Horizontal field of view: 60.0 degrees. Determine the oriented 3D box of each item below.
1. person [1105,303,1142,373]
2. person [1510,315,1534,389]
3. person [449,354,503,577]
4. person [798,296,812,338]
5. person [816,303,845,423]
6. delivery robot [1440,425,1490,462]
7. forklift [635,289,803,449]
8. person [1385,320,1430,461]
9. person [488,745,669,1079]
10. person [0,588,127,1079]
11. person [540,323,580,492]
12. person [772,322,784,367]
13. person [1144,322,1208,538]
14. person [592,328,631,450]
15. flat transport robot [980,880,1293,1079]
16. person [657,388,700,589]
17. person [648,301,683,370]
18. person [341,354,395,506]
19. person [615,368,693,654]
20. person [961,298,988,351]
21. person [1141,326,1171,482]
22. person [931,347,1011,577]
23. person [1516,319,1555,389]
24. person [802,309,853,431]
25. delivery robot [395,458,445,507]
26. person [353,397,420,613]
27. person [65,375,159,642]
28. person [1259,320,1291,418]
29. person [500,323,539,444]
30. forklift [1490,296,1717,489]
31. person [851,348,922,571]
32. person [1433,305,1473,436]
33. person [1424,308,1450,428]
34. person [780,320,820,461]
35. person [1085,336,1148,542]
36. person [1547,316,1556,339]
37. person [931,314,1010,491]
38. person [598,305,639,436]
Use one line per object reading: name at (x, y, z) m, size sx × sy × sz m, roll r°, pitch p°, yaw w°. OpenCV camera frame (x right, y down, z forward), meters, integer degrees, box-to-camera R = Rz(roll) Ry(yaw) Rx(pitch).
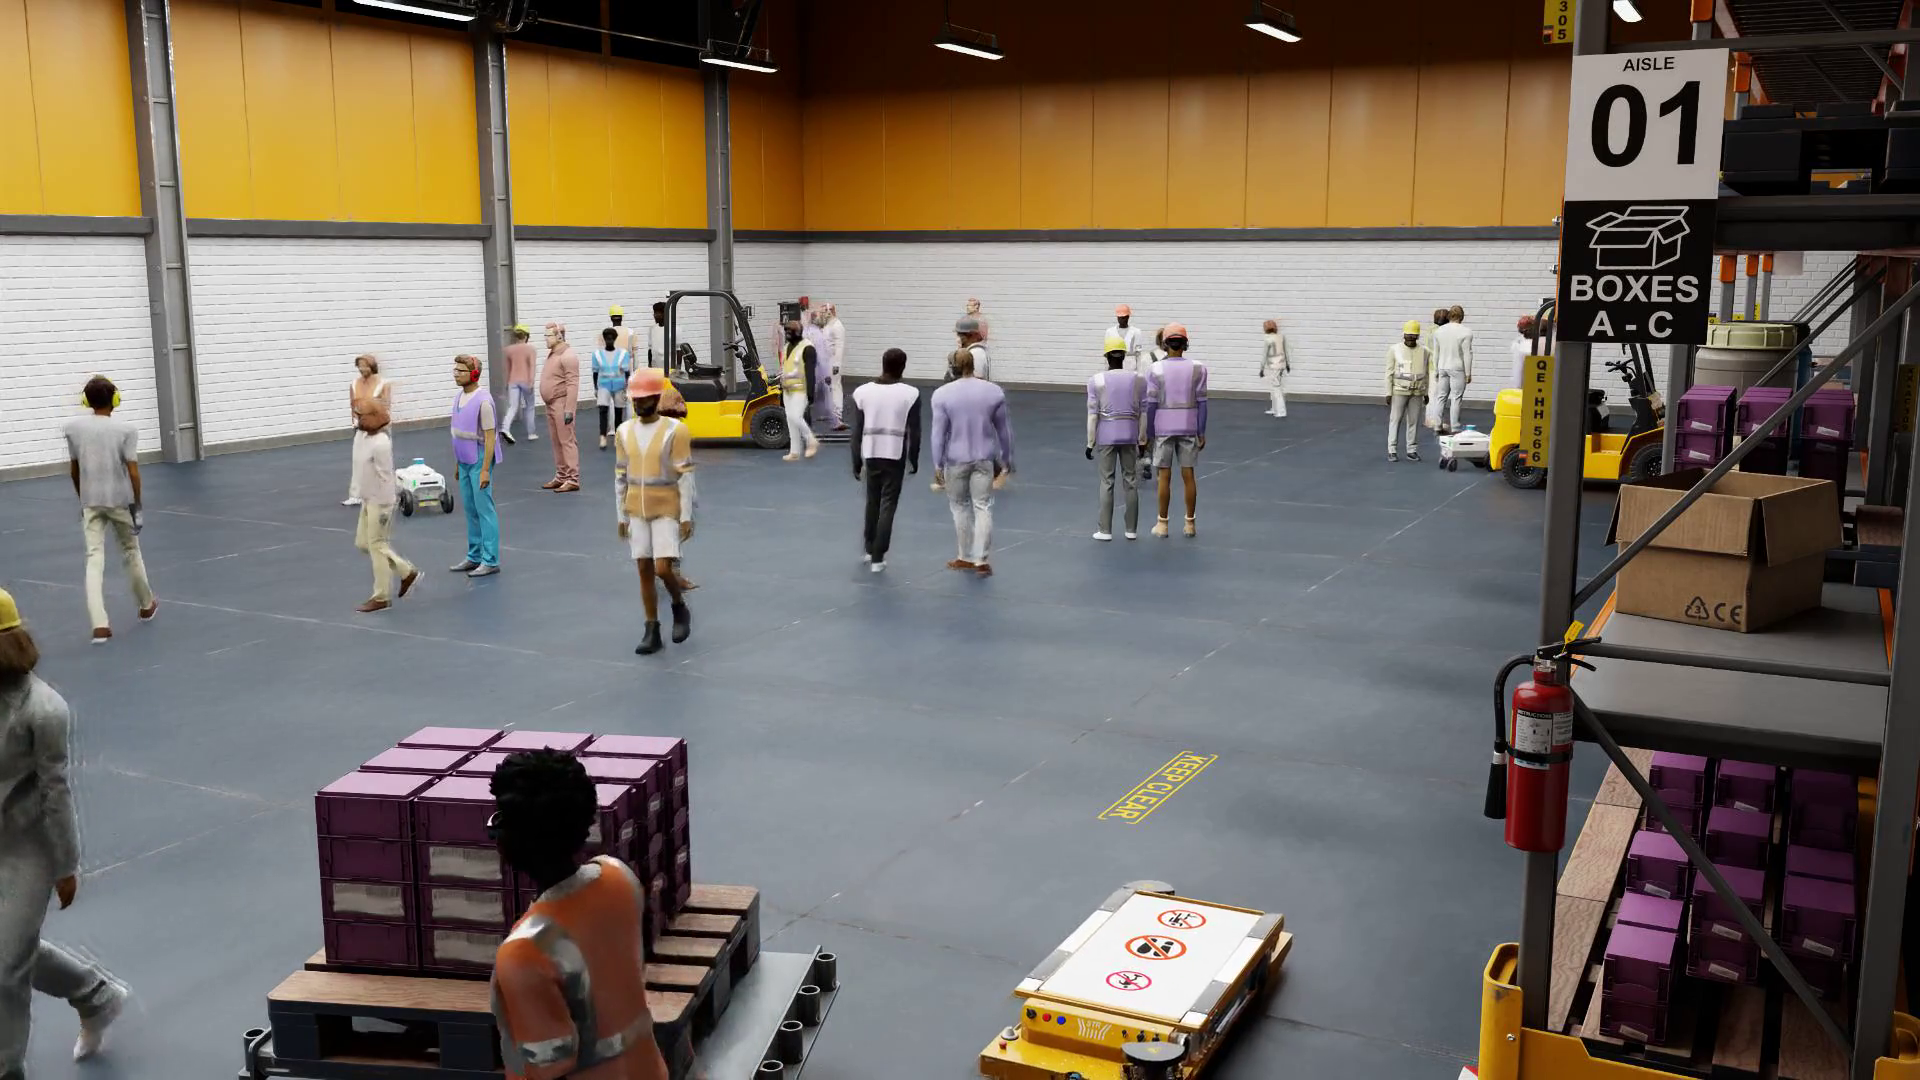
person at (2.435, -2.573, 24.926) m, size 0.551 × 1.934 × 0.373 m, roll 2°, pitch 10°, yaw 12°
person at (7.611, -2.096, 22.433) m, size 0.673 × 1.861 × 0.375 m, roll -8°, pitch 12°, yaw -38°
person at (-4.046, -0.625, 13.899) m, size 0.390 × 1.850 × 0.564 m, roll -9°, pitch 13°, yaw -42°
person at (-3.005, -3.846, 32.612) m, size 0.947 × 1.815 × 0.694 m, roll 4°, pitch 11°, yaw 24°
person at (-2.072, -2.813, 26.421) m, size 0.405 × 1.903 × 0.636 m, roll -5°, pitch 11°, yaw -25°
delivery robot at (6.319, -1.179, 20.580) m, size 0.707 × 0.478 × 0.477 m, roll -1°, pitch 10°, yaw -5°
forklift at (-3.358, -2.392, 23.136) m, size 2.313 × 2.155 × 1.214 m, roll -1°, pitch 10°, yaw -5°
person at (5.787, -1.923, 21.473) m, size 0.600 × 1.827 × 0.403 m, roll -1°, pitch 10°, yaw -8°
person at (-0.763, 1.252, 3.599) m, size 0.876 × 1.654 × 0.519 m, roll 3°, pitch 10°, yaw 19°
person at (-2.920, 0.953, 5.157) m, size 0.496 × 1.718 × 0.796 m, roll 4°, pitch 10°, yaw 20°
person at (-4.534, -1.495, 18.775) m, size 0.408 × 1.905 × 0.653 m, roll -7°, pitch 12°, yaw -34°
person at (-3.240, -3.545, 31.201) m, size 0.549 × 1.712 × 0.923 m, roll -1°, pitch 10°, yaw -4°
person at (2.028, -1.033, 15.733) m, size 0.605 × 2.034 × 0.392 m, roll -1°, pitch 10°, yaw -4°
person at (-4.750, -2.052, 22.700) m, size 0.537 × 1.656 × 0.809 m, roll -2°, pitch 10°, yaw -11°
flat transport robot at (0.668, 1.555, 5.849) m, size 0.652 × 0.197 × 1.431 m, roll 5°, pitch 11°, yaw 26°
person at (-2.253, -0.391, 13.243) m, size 0.343 × 1.626 × 0.549 m, roll -3°, pitch 10°, yaw -17°
person at (-4.444, -2.598, 24.991) m, size 0.614 × 1.962 × 0.362 m, roll 5°, pitch 11°, yaw 26°
person at (-6.260, -1.145, 17.589) m, size 0.536 × 1.606 × 0.773 m, roll 2°, pitch 10°, yaw 13°
person at (-2.063, -0.192, 11.167) m, size 0.563 × 1.928 × 0.423 m, roll 3°, pitch 10°, yaw 19°
person at (0.215, -3.210, 28.687) m, size 0.409 × 1.913 × 0.645 m, roll -5°, pitch 11°, yaw -29°
person at (2.339, -1.566, 19.395) m, size 0.531 × 1.832 × 0.470 m, roll 4°, pitch 11°, yaw 22°
person at (0.104, -0.646, 13.866) m, size 0.728 × 1.917 × 0.505 m, roll -2°, pitch 10°, yaw -13°
person at (7.584, -1.963, 21.741) m, size 0.631 × 1.828 × 0.435 m, roll 2°, pitch 10°, yaw 11°
person at (-2.129, -2.524, 24.887) m, size 1.017 × 1.852 × 0.663 m, roll -2°, pitch 10°, yaw -14°
delivery robot at (-5.601, -0.606, 17.242) m, size 0.477 × 0.478 × 0.707 m, roll -6°, pitch 11°, yaw -33°
person at (-4.355, -0.271, 12.487) m, size 0.435 × 1.621 × 0.514 m, roll -6°, pitch 11°, yaw -30°
person at (-6.000, -0.242, 11.752) m, size 0.492 × 1.828 × 0.989 m, roll -2°, pitch 10°, yaw -12°
person at (5.122, -2.801, 27.205) m, size 0.568 × 1.594 × 0.574 m, roll 9°, pitch 13°, yaw 43°
person at (-6.269, -2.214, 23.546) m, size 0.532 × 1.709 × 0.880 m, roll 2°, pitch 10°, yaw 11°
forklift at (7.296, -1.677, 18.993) m, size 2.313 × 2.155 × 1.214 m, roll 5°, pitch 11°, yaw 27°
person at (-0.594, -0.703, 14.281) m, size 0.589 × 1.869 × 0.866 m, roll 3°, pitch 10°, yaw 14°
person at (7.203, -2.464, 24.329) m, size 0.369 × 1.932 × 0.632 m, roll -8°, pitch 13°, yaw -39°
person at (7.362, -2.642, 25.604) m, size 0.429 × 1.841 × 0.636 m, roll 2°, pitch 10°, yaw 12°
person at (-2.114, -1.920, 21.465) m, size 0.443 × 1.826 × 0.651 m, roll -8°, pitch 13°, yaw -39°
person at (1.455, -0.941, 15.531) m, size 0.585 × 1.918 × 0.380 m, roll -2°, pitch 10°, yaw -11°
person at (9.282, -2.734, 26.191) m, size 0.515 × 1.819 × 0.611 m, roll 1°, pitch 10°, yaw 5°
person at (0.114, -1.545, 18.673) m, size 0.836 × 2.000 × 0.696 m, roll -1°, pitch 10°, yaw -4°
person at (-5.031, -2.493, 24.500) m, size 0.592 × 1.923 × 0.381 m, roll -4°, pitch 11°, yaw -23°
